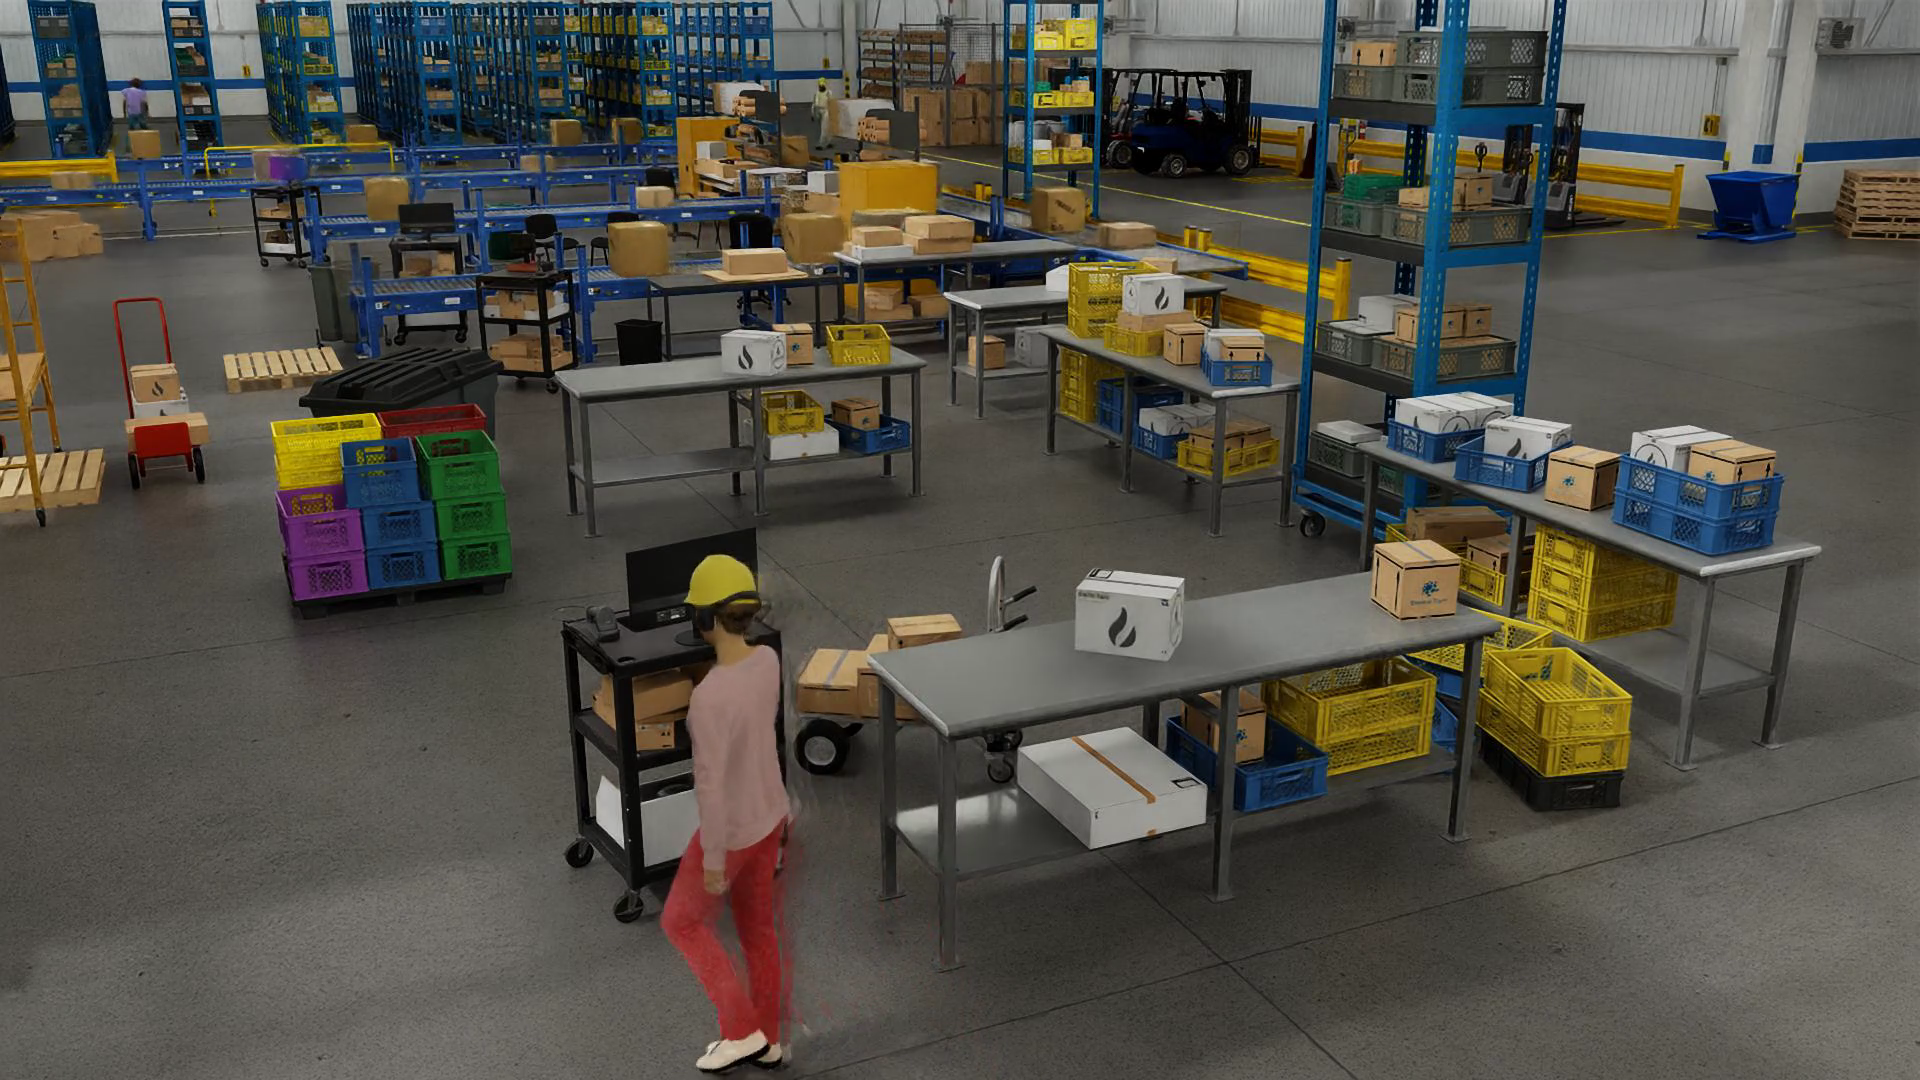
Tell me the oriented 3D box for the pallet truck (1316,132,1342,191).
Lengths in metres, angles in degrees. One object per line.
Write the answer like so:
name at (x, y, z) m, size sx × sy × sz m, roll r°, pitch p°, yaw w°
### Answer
pallet truck at (7.723, -7.504, 32.656) m, size 1.601 × 1.201 × 0.680 m, roll -8°, pitch 19°, yaw -23°

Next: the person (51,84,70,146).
person at (-22.442, -10.662, 41.419) m, size 0.980 × 1.946 × 0.626 m, roll 5°, pitch 18°, yaw 15°

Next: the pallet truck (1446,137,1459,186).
pallet truck at (9.184, -6.485, 29.328) m, size 1.630 × 1.274 × 0.653 m, roll -8°, pitch 19°, yaw -23°

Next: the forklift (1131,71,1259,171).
forklift at (4.998, -8.936, 35.413) m, size 2.680 × 1.987 × 1.157 m, roll -9°, pitch 20°, yaw -25°

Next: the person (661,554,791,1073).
person at (-0.736, 0.899, 5.338) m, size 0.394 × 1.739 × 0.539 m, roll 6°, pitch 19°, yaw 18°

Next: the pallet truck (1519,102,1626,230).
pallet truck at (9.972, -6.037, 26.785) m, size 1.885 × 1.965 × 0.823 m, roll -9°, pitch 20°, yaw -25°

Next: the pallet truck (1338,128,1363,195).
pallet truck at (7.845, -7.140, 31.411) m, size 1.522 × 1.261 × 0.704 m, roll -9°, pitch 20°, yaw -25°

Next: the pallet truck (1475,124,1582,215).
pallet truck at (9.707, -6.455, 28.103) m, size 1.885 × 1.965 × 0.823 m, roll -7°, pitch 19°, yaw -20°

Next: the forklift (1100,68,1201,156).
forklift at (4.082, -9.564, 37.410) m, size 2.680 × 1.987 × 1.157 m, roll -8°, pitch 19°, yaw -23°

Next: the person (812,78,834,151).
person at (-3.440, -10.757, 41.997) m, size 0.606 × 1.792 × 0.914 m, roll 11°, pitch 20°, yaw 30°

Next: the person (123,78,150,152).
person at (-20.478, -10.561, 41.354) m, size 0.641 × 1.799 × 0.418 m, roll -5°, pitch 18°, yaw -15°
